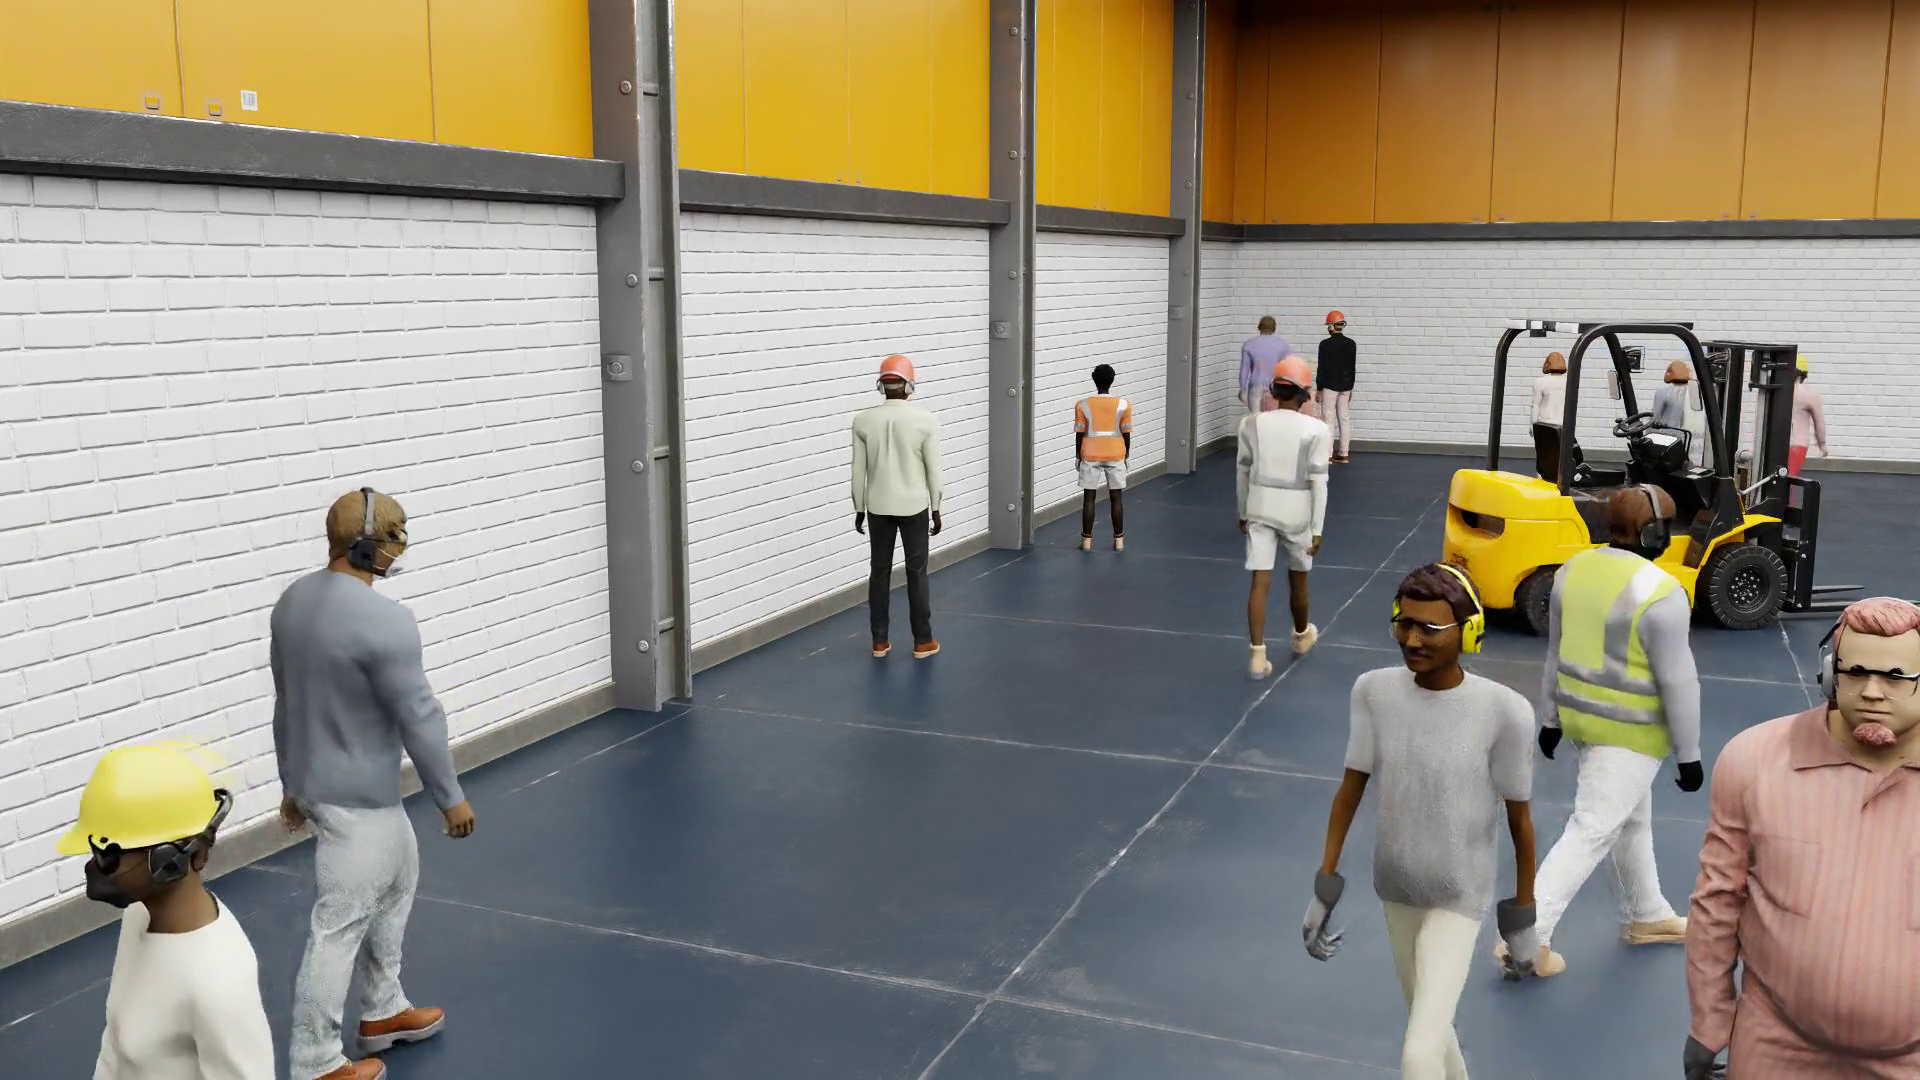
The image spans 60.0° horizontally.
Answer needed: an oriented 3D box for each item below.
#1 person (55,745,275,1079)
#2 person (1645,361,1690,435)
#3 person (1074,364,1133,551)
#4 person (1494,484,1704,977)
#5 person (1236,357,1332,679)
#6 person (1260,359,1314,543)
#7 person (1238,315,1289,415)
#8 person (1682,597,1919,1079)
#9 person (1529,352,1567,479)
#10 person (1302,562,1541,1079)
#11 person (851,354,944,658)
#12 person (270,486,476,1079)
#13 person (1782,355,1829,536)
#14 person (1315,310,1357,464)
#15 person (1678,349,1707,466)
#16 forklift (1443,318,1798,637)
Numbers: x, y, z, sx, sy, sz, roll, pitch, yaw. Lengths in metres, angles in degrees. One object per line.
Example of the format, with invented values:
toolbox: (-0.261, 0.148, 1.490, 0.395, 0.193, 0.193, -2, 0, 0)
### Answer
person: (-1.406, 1.201, 3.141, 0.923, 1.721, 0.537, -6, 11, -34)
person: (7.420, -1.052, 17.207, 0.516, 1.595, 0.862, -2, 10, -13)
person: (1.286, -0.737, 14.975, 0.532, 1.690, 0.322, 0, 9, 2)
person: (2.362, 0.687, 6.040, 0.966, 1.799, 0.645, -2, 10, -14)
person: (2.047, -0.160, 10.554, 0.636, 1.986, 1.037, 4, 10, 25)
person: (2.931, -0.782, 15.142, 0.538, 1.708, 0.913, 5, 10, 26)
person: (3.995, -1.998, 21.890, 0.639, 1.926, 0.473, 0, 9, 2)
person: (1.840, 1.056, 3.450, 0.651, 1.907, 0.409, 5, 11, 29)
person: (6.501, -1.246, 18.255, 0.494, 1.624, 0.282, -1, 9, -6)
person: (1.215, 0.949, 4.376, 0.987, 1.819, 0.516, -9, 13, -44)
person: (-0.403, -0.217, 10.904, 0.610, 1.991, 0.394, 2, 10, 12)
person: (-1.805, 0.776, 5.159, 0.642, 1.898, 0.773, 9, 13, 42)
person: (7.964, -0.901, 15.882, 0.915, 1.720, 0.523, -6, 11, -33)
person: (4.862, -1.978, 21.598, 0.617, 1.990, 0.402, -5, 11, -30)
person: (6.150, -0.668, 13.857, 0.749, 1.928, 0.614, -3, 10, -17)
forklift: (4.706, -0.497, 11.990, 2.313, 2.155, 1.214, -2, 10, -10)
